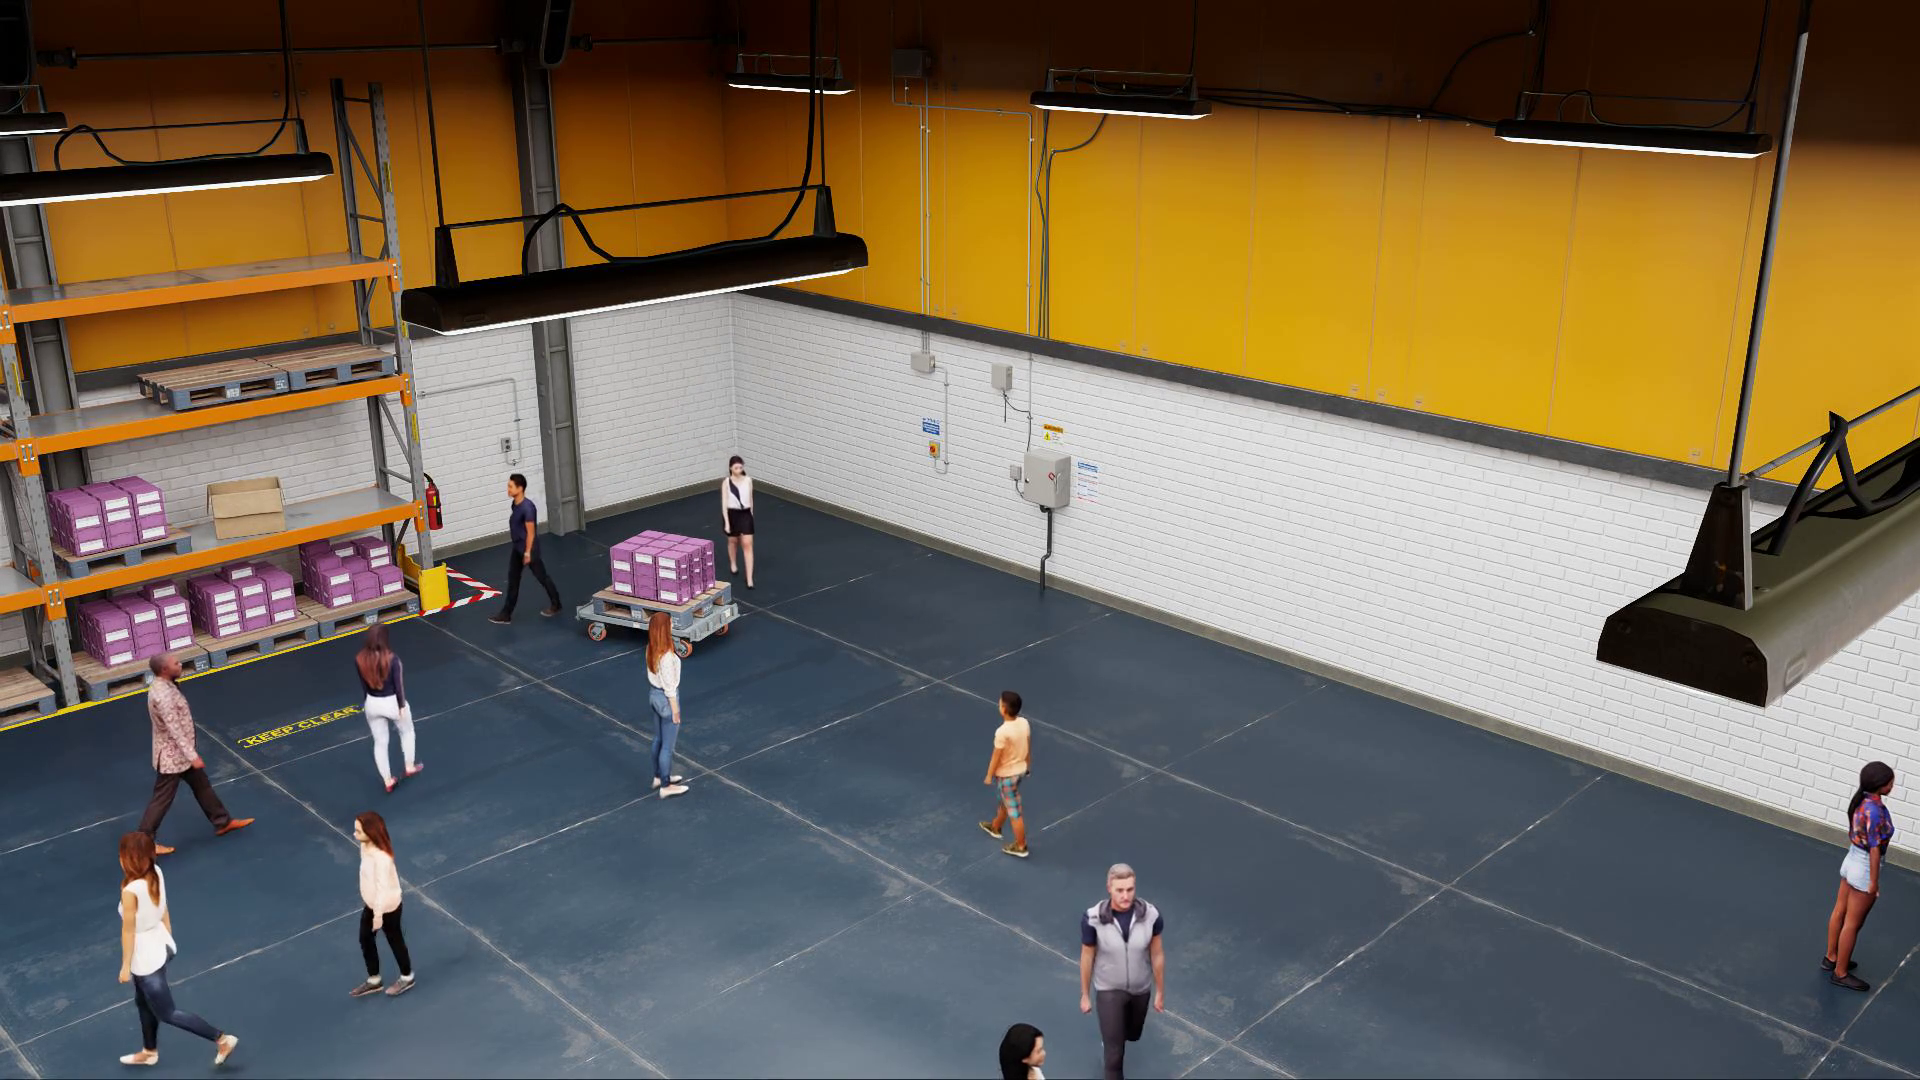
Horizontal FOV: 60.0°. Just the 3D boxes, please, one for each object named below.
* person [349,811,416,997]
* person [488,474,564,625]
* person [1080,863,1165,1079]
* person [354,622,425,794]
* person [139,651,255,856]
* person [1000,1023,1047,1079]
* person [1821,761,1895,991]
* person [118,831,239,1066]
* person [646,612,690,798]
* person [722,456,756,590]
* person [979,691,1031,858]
[{"bbox_3d":[-4.105,2.605,11.996,0.569,1.466,0.655,16,25,40],"label":"person"},{"bbox_3d":[-4.862,0.106,18.983,1.135,1.745,0.725,-15,24,-38],"label":"person"},{"bbox_3d":[1.023,2.863,10.711,1.205,1.799,1.158,-4,19,-11],"label":"person"},{"bbox_3d":[-5.206,1.532,14.983,0.794,1.594,0.858,1,19,2],"label":"person"},{"bbox_3d":[-6.652,1.818,13.871,1.274,1.763,1.008,-7,20,-19],"label":"person"},{"bbox_3d":[0.348,3.418,9.216,0.766,1.700,0.681,2,19,7],"label":"person"},{"bbox_3d":[6.560,2.414,12.120,0.728,1.751,0.632,3,19,10],"label":"person"},{"bbox_3d":[-5.270,2.775,11.035,1.119,1.759,1.030,-1,19,-3],"label":"person"},{"bbox_3d":[-2.674,1.458,14.992,0.584,1.729,0.610,-11,22,-30],"label":"person"},{"bbox_3d":[-2.722,-0.232,20.215,1.091,1.599,0.913,-7,20,-20],"label":"person"},{"bbox_3d":[0.484,1.974,13.906,0.652,1.444,0.785,14,23,35],"label":"person"}]
